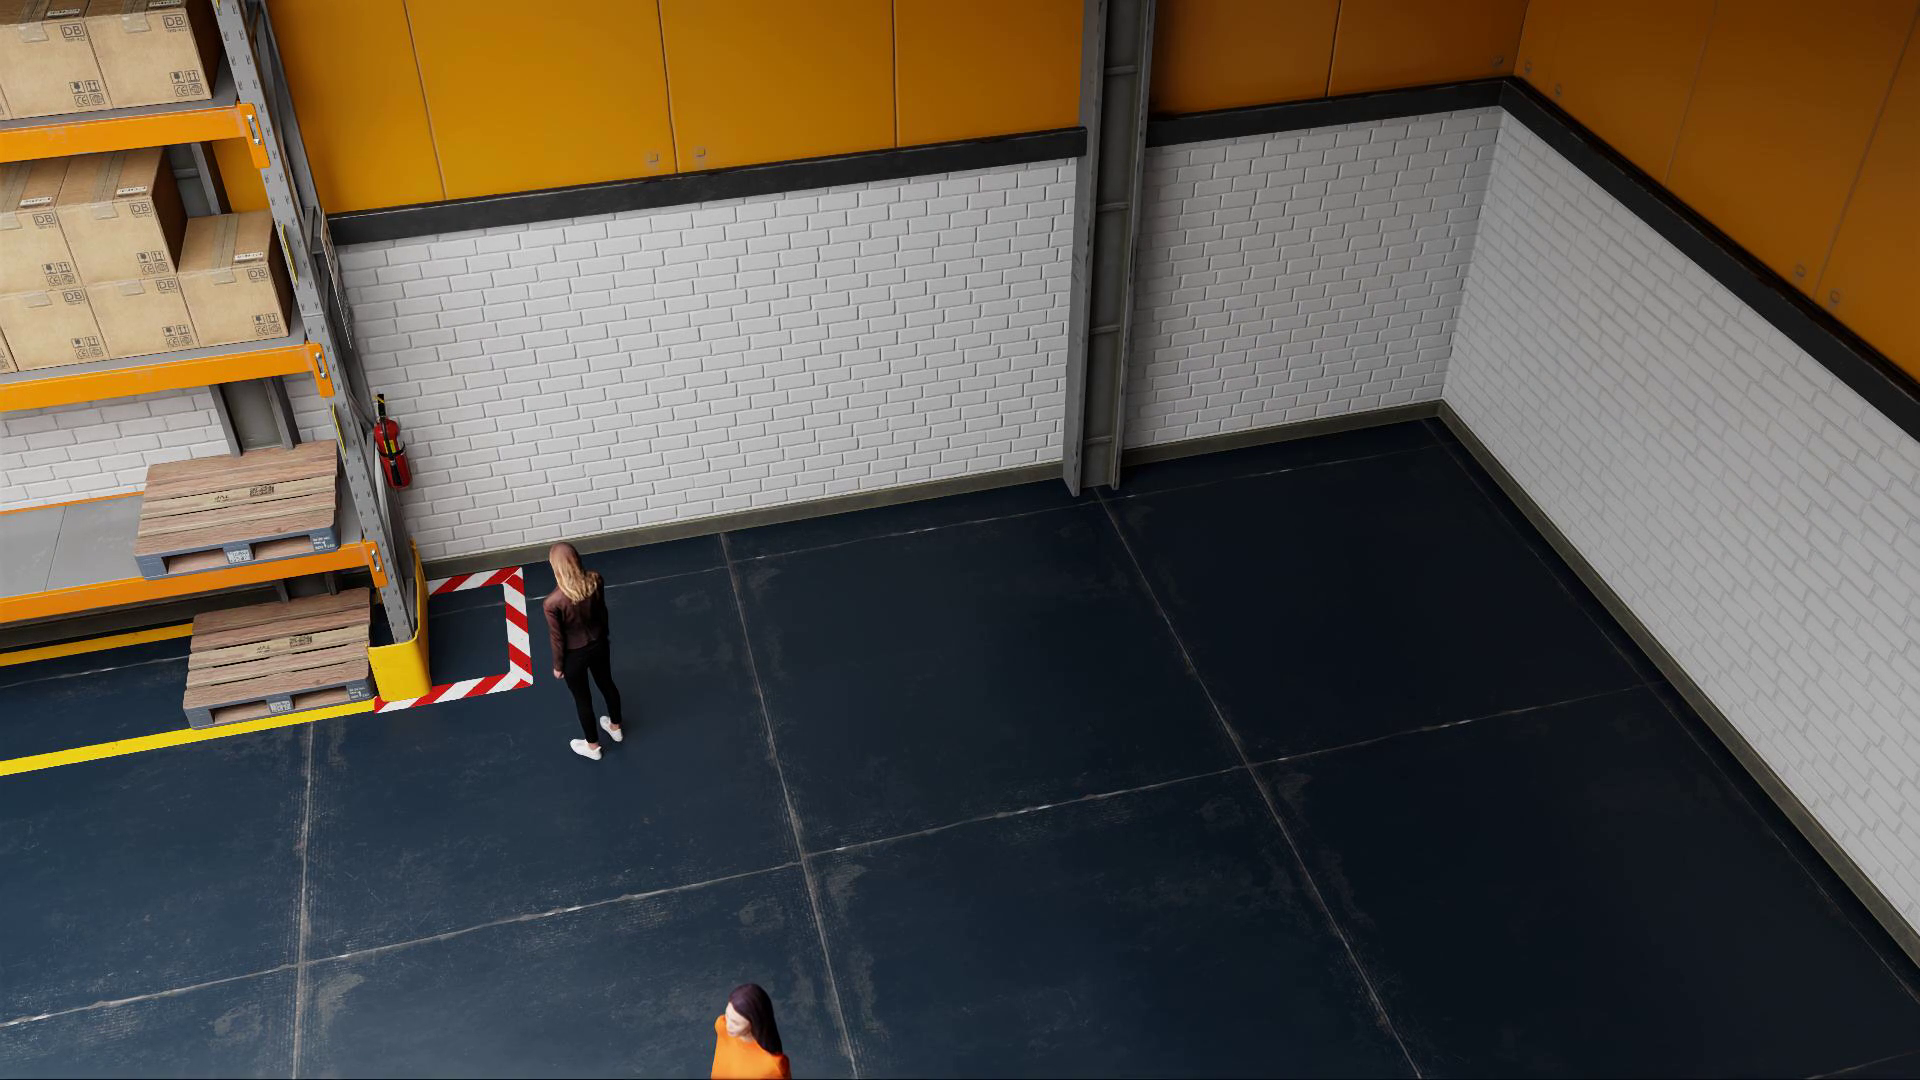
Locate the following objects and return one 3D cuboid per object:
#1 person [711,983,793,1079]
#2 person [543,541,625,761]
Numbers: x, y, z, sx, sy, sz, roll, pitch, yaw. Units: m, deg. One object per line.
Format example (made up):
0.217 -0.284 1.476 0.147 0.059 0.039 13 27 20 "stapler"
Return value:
-0.990 2.730 8.057 0.711 1.748 0.737 28 47 31 "person"
-2.406 0.703 10.631 0.735 1.704 0.638 26 46 29 "person"
